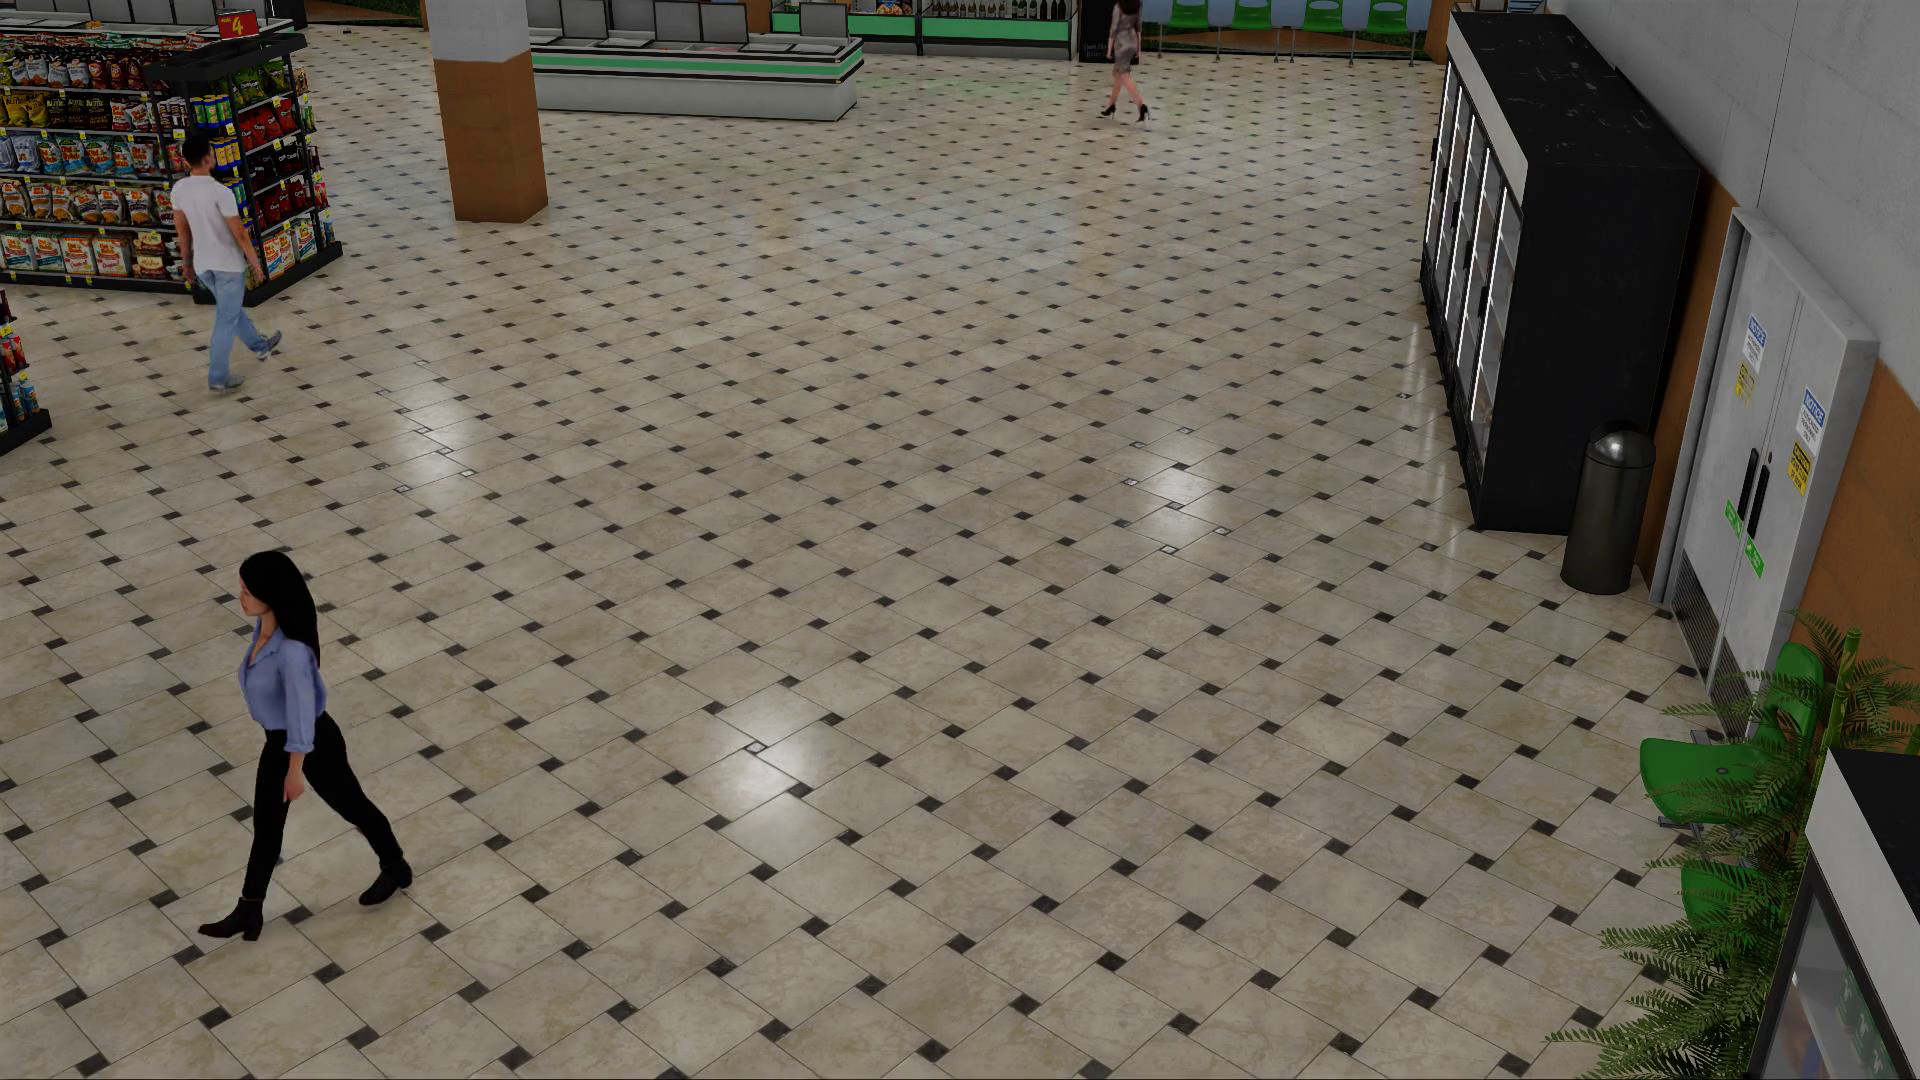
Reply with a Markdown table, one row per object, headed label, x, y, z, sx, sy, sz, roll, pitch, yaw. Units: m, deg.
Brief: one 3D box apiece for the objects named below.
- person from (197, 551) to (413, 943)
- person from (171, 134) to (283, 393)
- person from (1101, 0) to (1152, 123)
| label | x | y | z | sx | sy | sz | roll | pitch | yaw |
| --- | --- | --- | --- | --- | --- | --- | --- | --- | --- |
| person | -2.544 | 0.829 | 6.720 | 1.154 | 1.703 | 1.126 | -20 | 33 | -34 |
| person | -5.447 | -1.964 | 12.107 | 1.155 | 1.811 | 0.896 | 10 | 28 | 18 |
| person | 2.010 | -5.803 | 19.786 | 1.021 | 1.713 | 1.145 | -22 | 34 | -36 |
